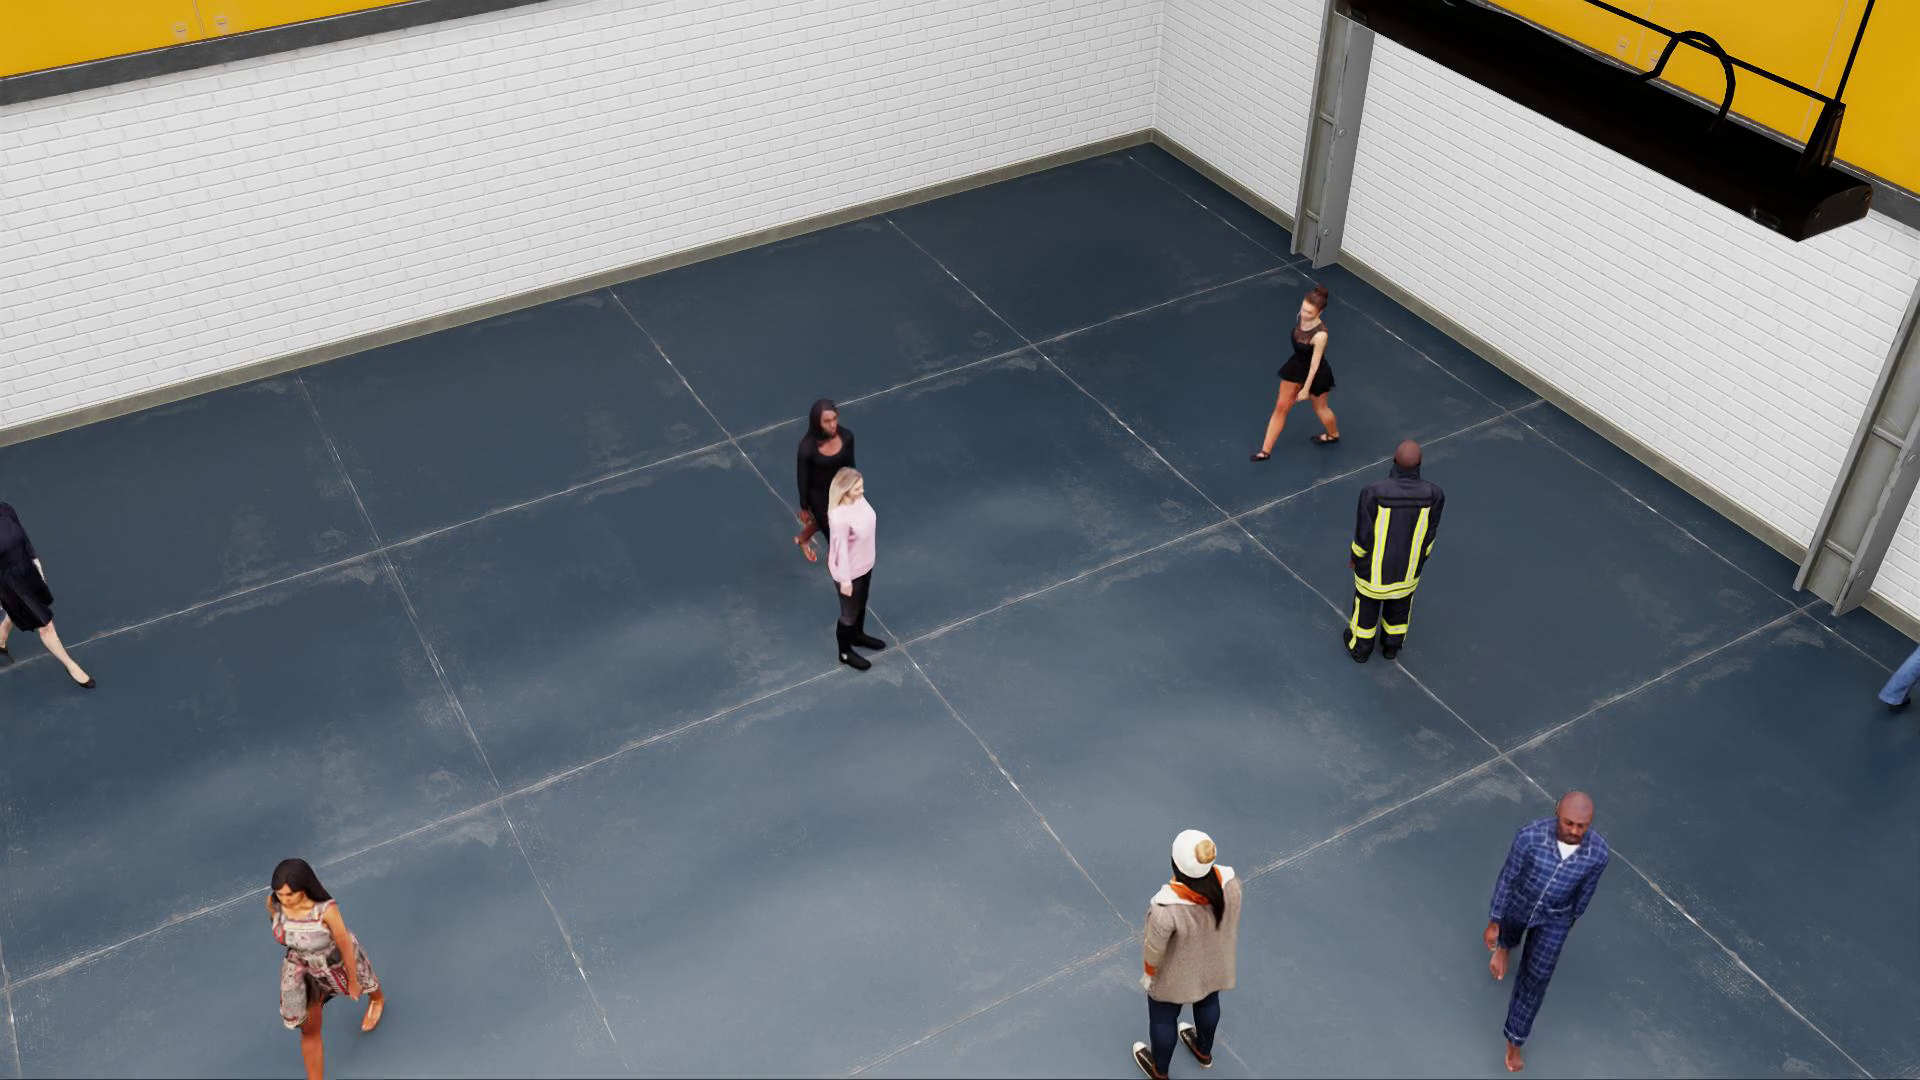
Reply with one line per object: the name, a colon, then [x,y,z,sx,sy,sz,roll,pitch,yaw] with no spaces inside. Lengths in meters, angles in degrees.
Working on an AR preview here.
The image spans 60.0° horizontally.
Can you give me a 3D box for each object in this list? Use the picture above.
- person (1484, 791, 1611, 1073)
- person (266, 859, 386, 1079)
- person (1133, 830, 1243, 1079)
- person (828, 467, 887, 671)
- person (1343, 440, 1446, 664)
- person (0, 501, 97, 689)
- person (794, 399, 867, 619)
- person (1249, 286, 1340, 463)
person: [3.169,1.957,9.174,1.214,1.763,1.209,13,40,16]
person: [-3.386,2.215,8.979,1.057,1.603,1.200,5,39,6]
person: [1.217,2.195,8.773,0.704,1.893,0.694,-15,41,-18]
person: [-0.762,0.170,11.474,0.743,1.684,0.690,11,40,14]
person: [2.978,0.074,11.485,0.857,1.821,0.863,0,39,0]
person: [-6.484,0.286,11.310,1.150,1.710,1.051,11,40,14]
person: [-1.023,-0.326,12.109,0.784,1.669,1.265,-28,47,-31]
person: [2.861,-1.346,13.428,0.784,1.616,1.075,-10,40,-13]
